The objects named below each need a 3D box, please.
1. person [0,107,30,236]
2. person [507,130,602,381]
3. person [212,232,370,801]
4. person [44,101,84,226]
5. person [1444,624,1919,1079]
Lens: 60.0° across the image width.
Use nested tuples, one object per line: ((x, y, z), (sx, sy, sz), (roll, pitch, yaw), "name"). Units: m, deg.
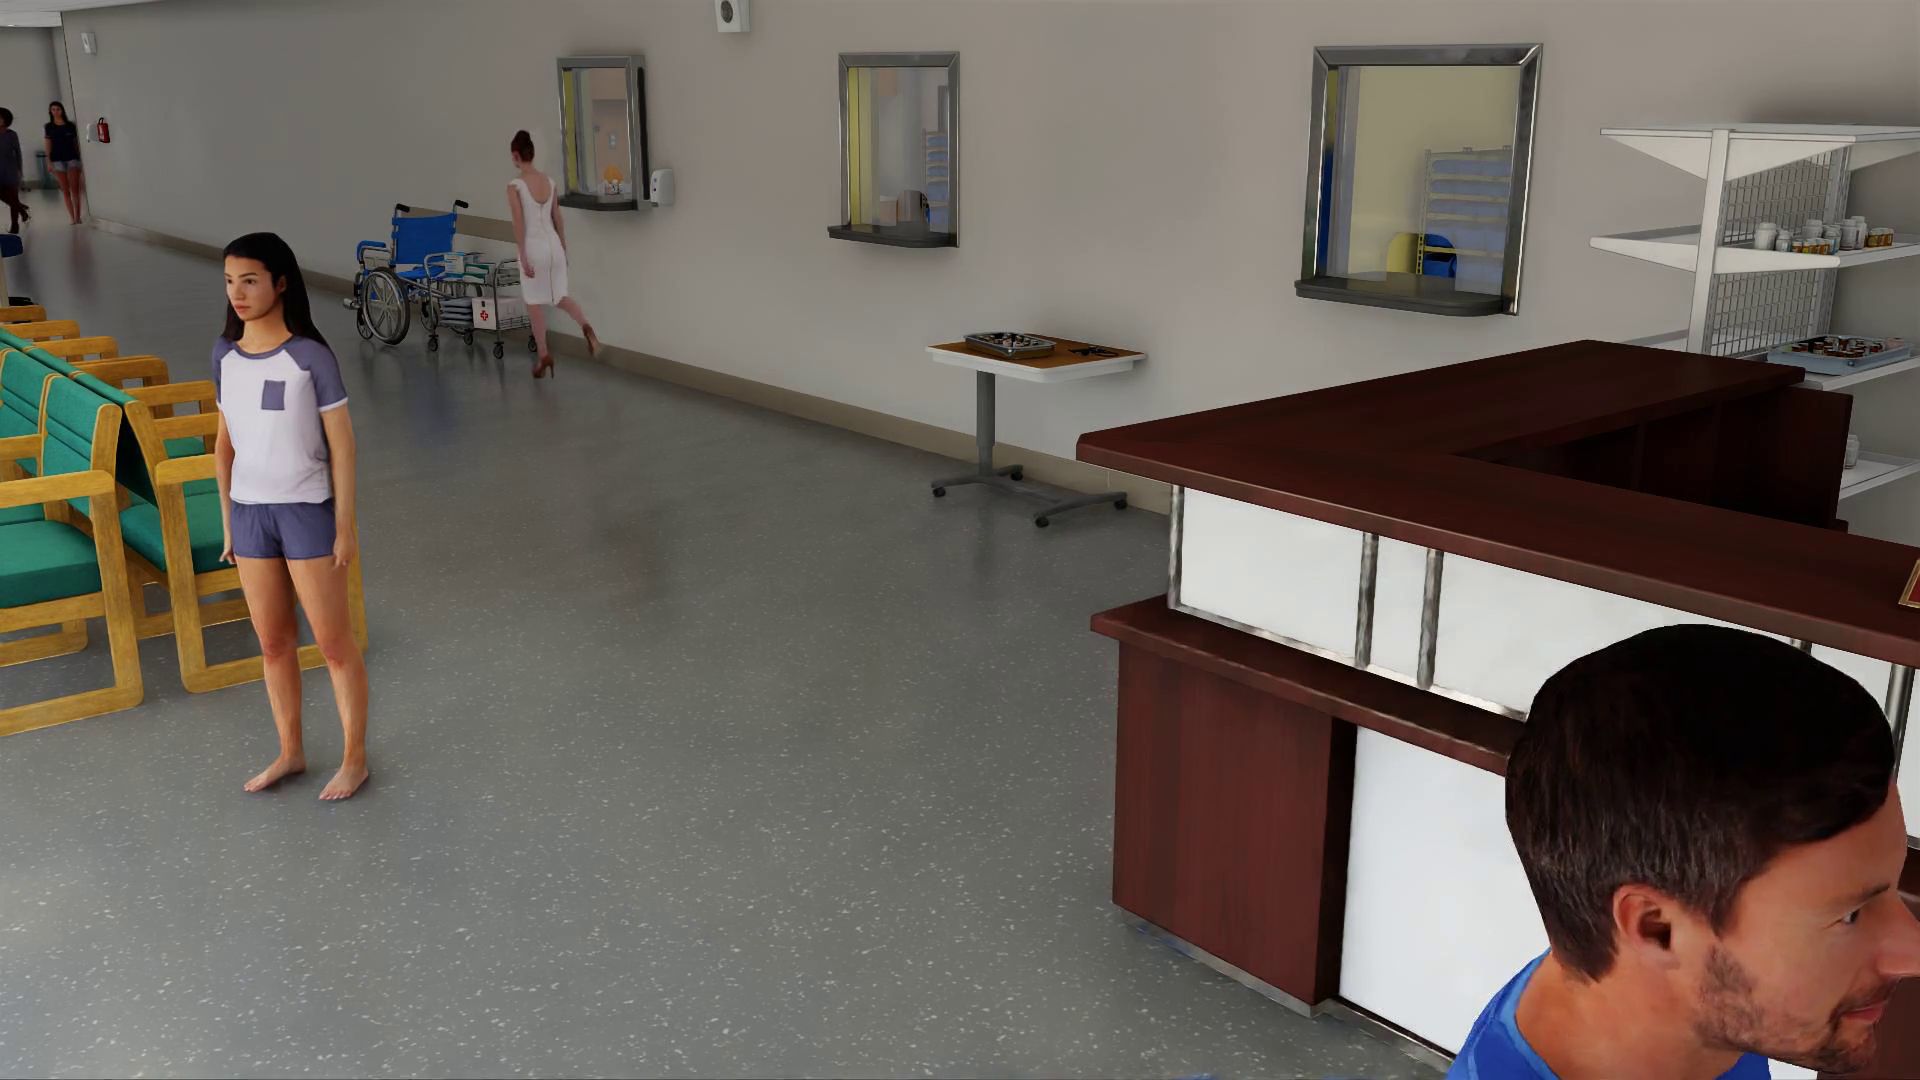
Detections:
((-13.072, -5.058, 22.844), (0.964, 1.693, 0.961), (-1, 16, -5), "person")
((-2.887, -1.953, 11.699), (0.747, 1.764, 0.983), (15, 22, 42), "person")
((-2.031, -0.059, 5.040), (0.657, 1.734, 0.683), (4, 16, 13), "person")
((-12.960, -5.447, 24.126), (0.816, 1.747, 0.812), (-6, 17, -20), "person")
((0.358, 0.931, 1.321), (0.869, 1.847, 1.022), (10, 19, 32), "person")
